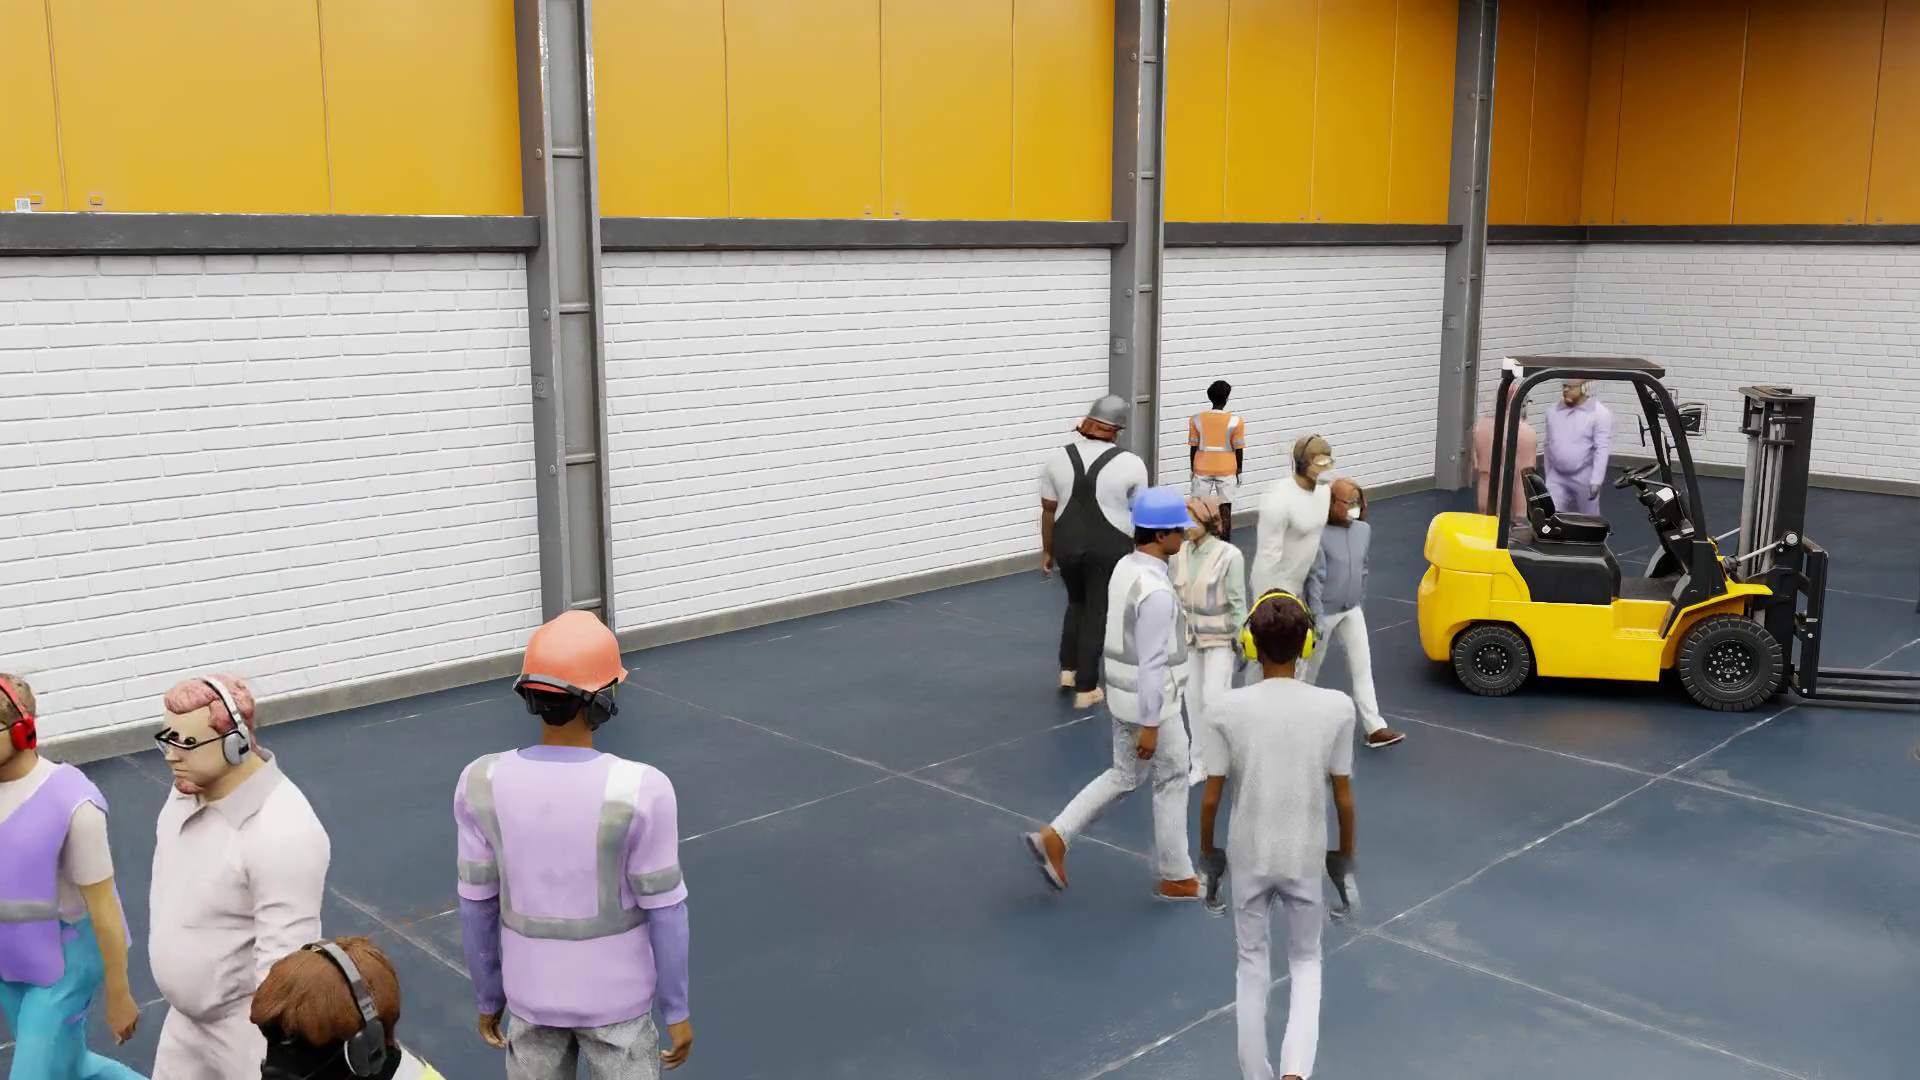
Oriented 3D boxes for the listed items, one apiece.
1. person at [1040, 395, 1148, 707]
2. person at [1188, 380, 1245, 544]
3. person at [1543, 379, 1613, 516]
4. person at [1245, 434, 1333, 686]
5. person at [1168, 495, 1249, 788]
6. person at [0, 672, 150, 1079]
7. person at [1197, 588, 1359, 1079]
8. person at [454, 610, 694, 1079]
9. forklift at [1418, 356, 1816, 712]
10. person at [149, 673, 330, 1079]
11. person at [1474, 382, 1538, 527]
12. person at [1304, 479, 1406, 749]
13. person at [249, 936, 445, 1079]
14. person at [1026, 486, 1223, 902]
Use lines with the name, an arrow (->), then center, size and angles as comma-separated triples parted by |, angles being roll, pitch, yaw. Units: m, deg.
person -> 0.898, 0.035, 10.751 | 0.699, 2.000, 0.693 | 5, 12, 27
person -> 2.354, -0.620, 15.282 | 0.529, 1.691, 0.318 | 4, 11, 19
person -> 5.311, -0.547, 14.436 | 0.999, 1.855, 0.660 | -9, 14, -41
person -> 1.915, 0.322, 9.635 | 0.703, 1.891, 0.630 | 7, 13, 34
person -> 1.353, 0.558, 9.017 | 0.402, 1.622, 0.538 | -9, 13, -39
person -> -2.618, 1.234, 4.884 | 0.609, 1.811, 0.846 | 5, 12, 27
person -> 1.053, 1.088, 5.503 | 0.544, 1.858, 0.476 | 1, 10, 6
person -> -1.004, 1.192, 4.438 | 0.615, 2.043, 0.373 | 2, 11, 9
forklift -> 4.276, -0.101, 11.076 | 2.313, 2.155, 1.214 | 2, 11, 13
person -> -1.955, 1.281, 4.341 | 0.682, 1.891, 0.558 | 8, 13, 39
person -> 4.225, -0.269, 12.804 | 0.431, 1.890, 0.666 | -4, 11, -19
person -> 2.258, 0.439, 9.763 | 0.529, 1.585, 0.845 | -5, 12, -27
person -> -1.115, 1.583, 2.930 | 0.647, 1.807, 0.896 | 9, 14, 41
person -> 0.761, 0.705, 7.427 | 0.825, 1.927, 0.609 | -2, 11, -11
